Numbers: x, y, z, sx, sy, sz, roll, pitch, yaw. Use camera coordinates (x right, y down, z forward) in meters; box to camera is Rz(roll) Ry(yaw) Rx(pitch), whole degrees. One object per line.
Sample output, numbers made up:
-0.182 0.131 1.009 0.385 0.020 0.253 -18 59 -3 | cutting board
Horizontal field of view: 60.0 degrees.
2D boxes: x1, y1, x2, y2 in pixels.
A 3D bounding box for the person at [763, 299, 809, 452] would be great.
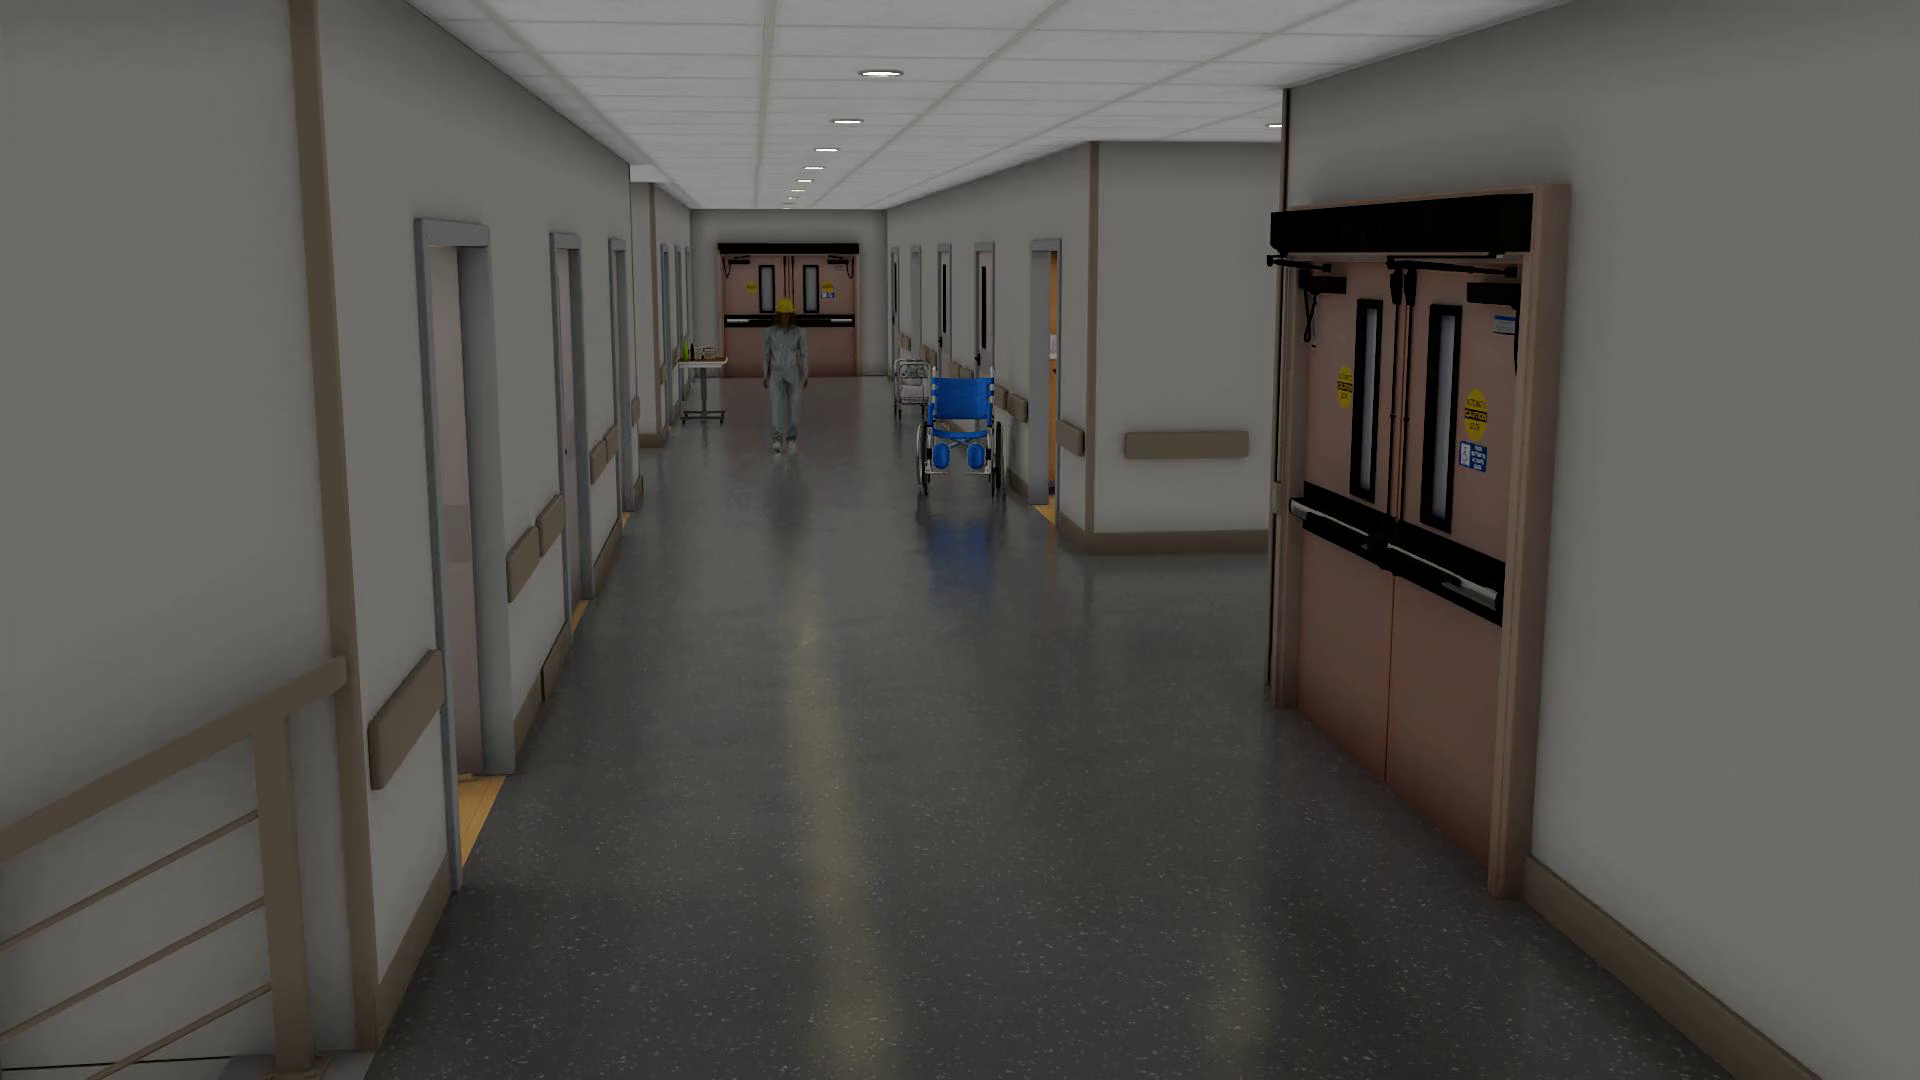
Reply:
-1.950 -1.830 18.661 0.507 1.709 0.793 -1 10 -8 | person
